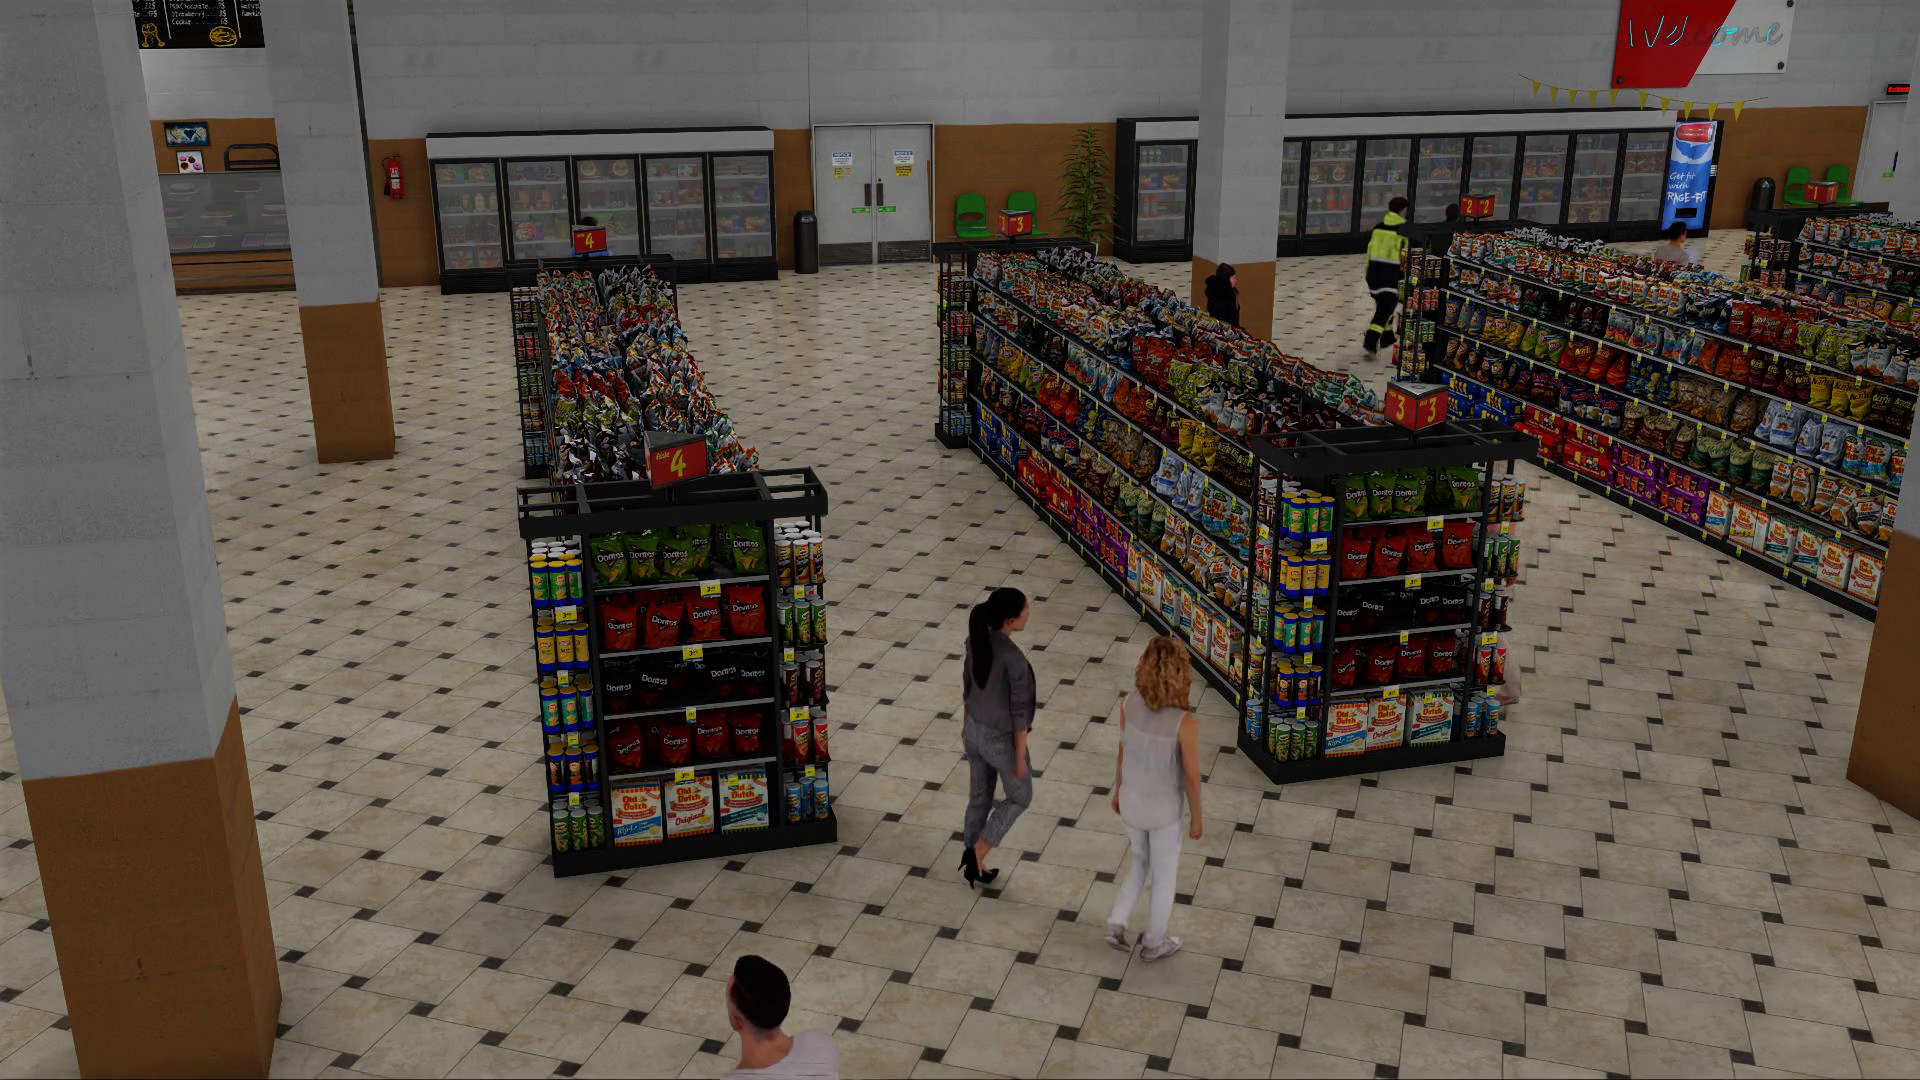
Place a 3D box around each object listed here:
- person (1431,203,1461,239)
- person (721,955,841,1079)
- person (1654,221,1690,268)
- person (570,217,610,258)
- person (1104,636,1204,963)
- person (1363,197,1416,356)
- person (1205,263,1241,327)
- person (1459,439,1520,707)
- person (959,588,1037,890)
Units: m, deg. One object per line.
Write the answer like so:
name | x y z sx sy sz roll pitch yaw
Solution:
person | 6.175 -3.353 21.208 1.279 1.794 1.240 14 23 36
person | -0.505 2.087 5.034 0.925 1.820 1.157 -14 23 -36
person | 8.305 -2.856 19.755 0.777 1.782 0.966 -6 20 -18
person | -4.344 -2.893 19.736 0.726 1.864 0.717 4 19 12
person | 0.845 1.255 7.754 0.795 1.658 0.843 16 24 39
person | 5.279 -3.238 20.656 1.302 1.930 1.232 16 24 39
person | 2.757 -2.123 17.745 0.840 1.675 0.746 5 19 14
person | 3.458 0.294 10.770 0.943 1.554 1.182 -16 25 -40
person | 0.127 1.049 8.358 0.862 1.662 0.738 -16 25 -40
